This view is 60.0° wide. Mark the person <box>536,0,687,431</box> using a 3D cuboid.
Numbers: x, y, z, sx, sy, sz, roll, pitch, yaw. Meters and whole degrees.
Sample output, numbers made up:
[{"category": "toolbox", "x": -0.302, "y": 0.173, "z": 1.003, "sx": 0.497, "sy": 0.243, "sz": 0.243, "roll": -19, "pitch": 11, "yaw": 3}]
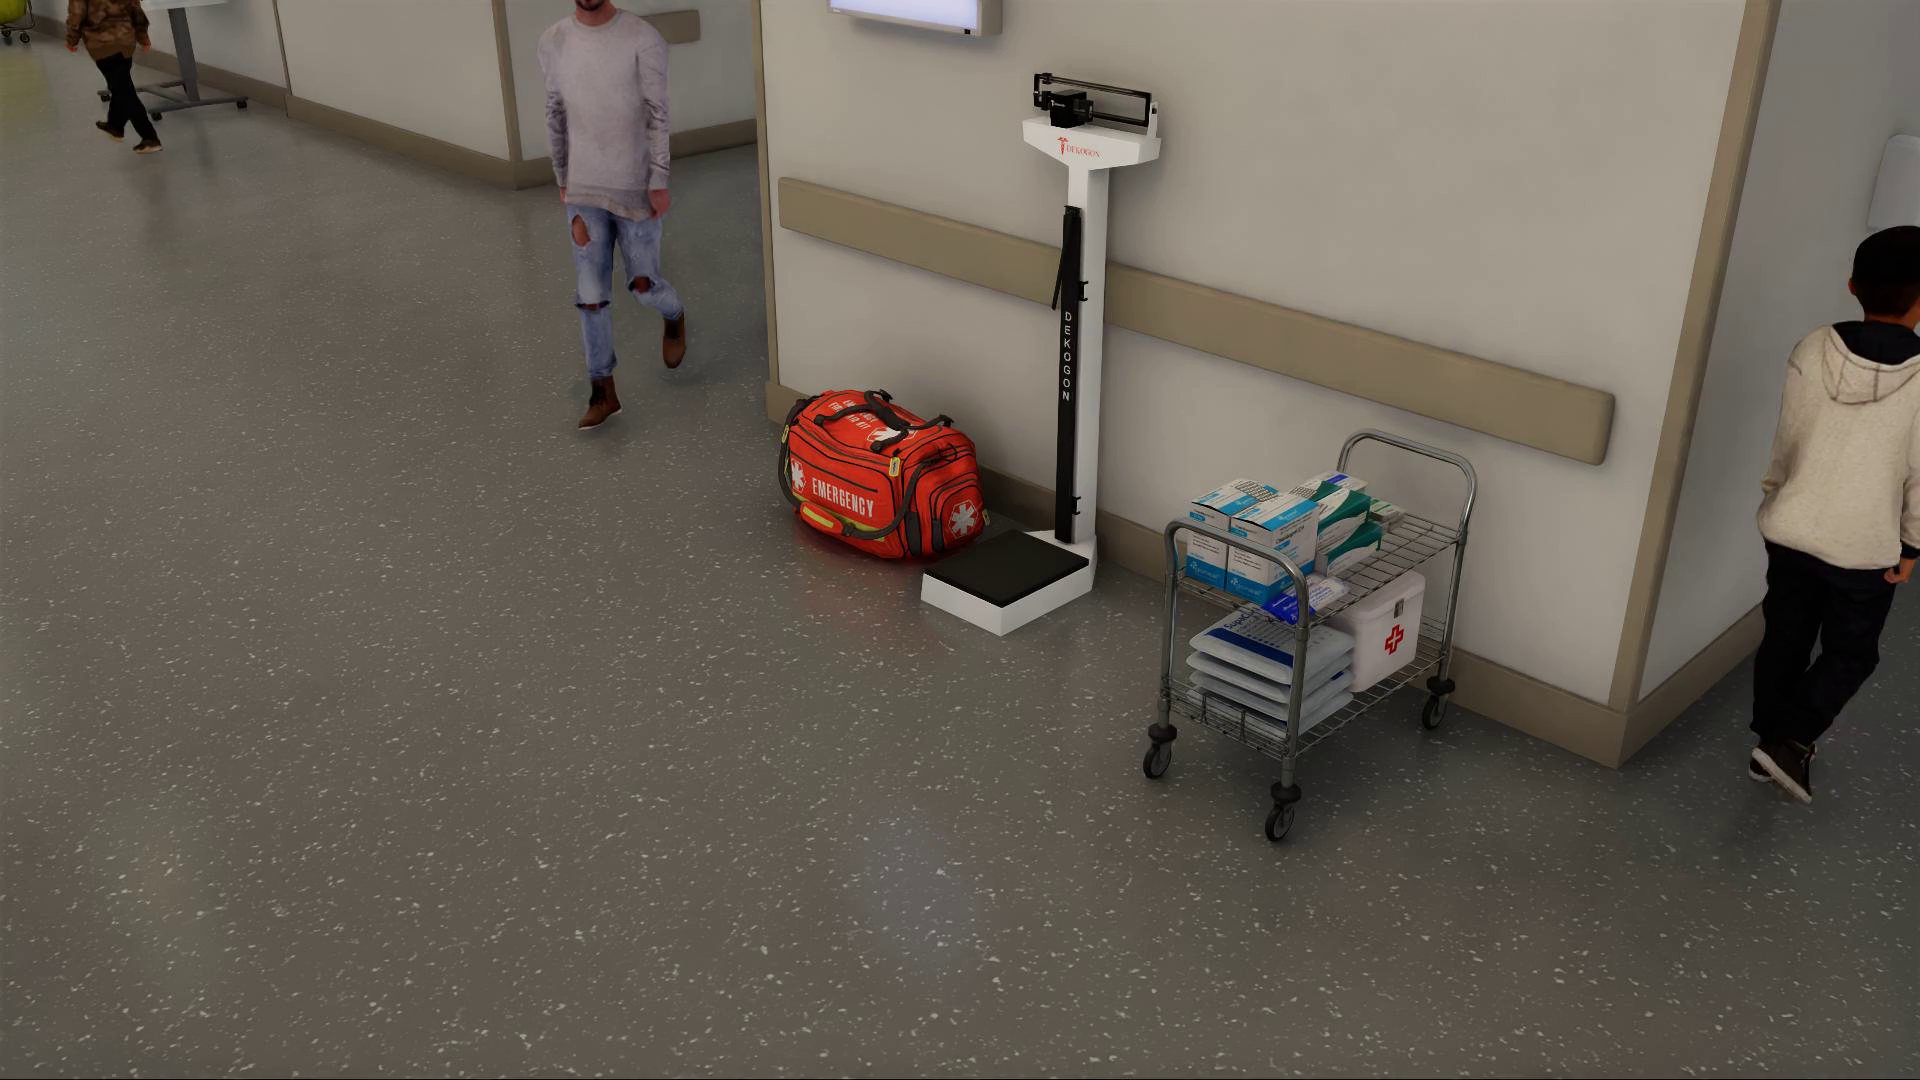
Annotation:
[{"category": "person", "x": -1.283, "y": -1.366, "z": 6.366, "sx": 1.111, "sy": 1.810, "sz": 1.094, "roll": 5, "pitch": 26, "yaw": 11}]

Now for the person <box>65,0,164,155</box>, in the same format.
[{"category": "person", "x": -5.301, "y": -3.124, "z": 10.469, "sx": 1.069, "sy": 1.414, "sz": 0.807, "roll": 12, "pitch": 28, "yaw": 24}]

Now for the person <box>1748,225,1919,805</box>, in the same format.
[{"category": "person", "x": 2.063, "y": -0.014, "z": 3.986, "sx": 0.670, "sy": 1.443, "sz": 0.634, "roll": -18, "pitch": 31, "yaw": -33}]
